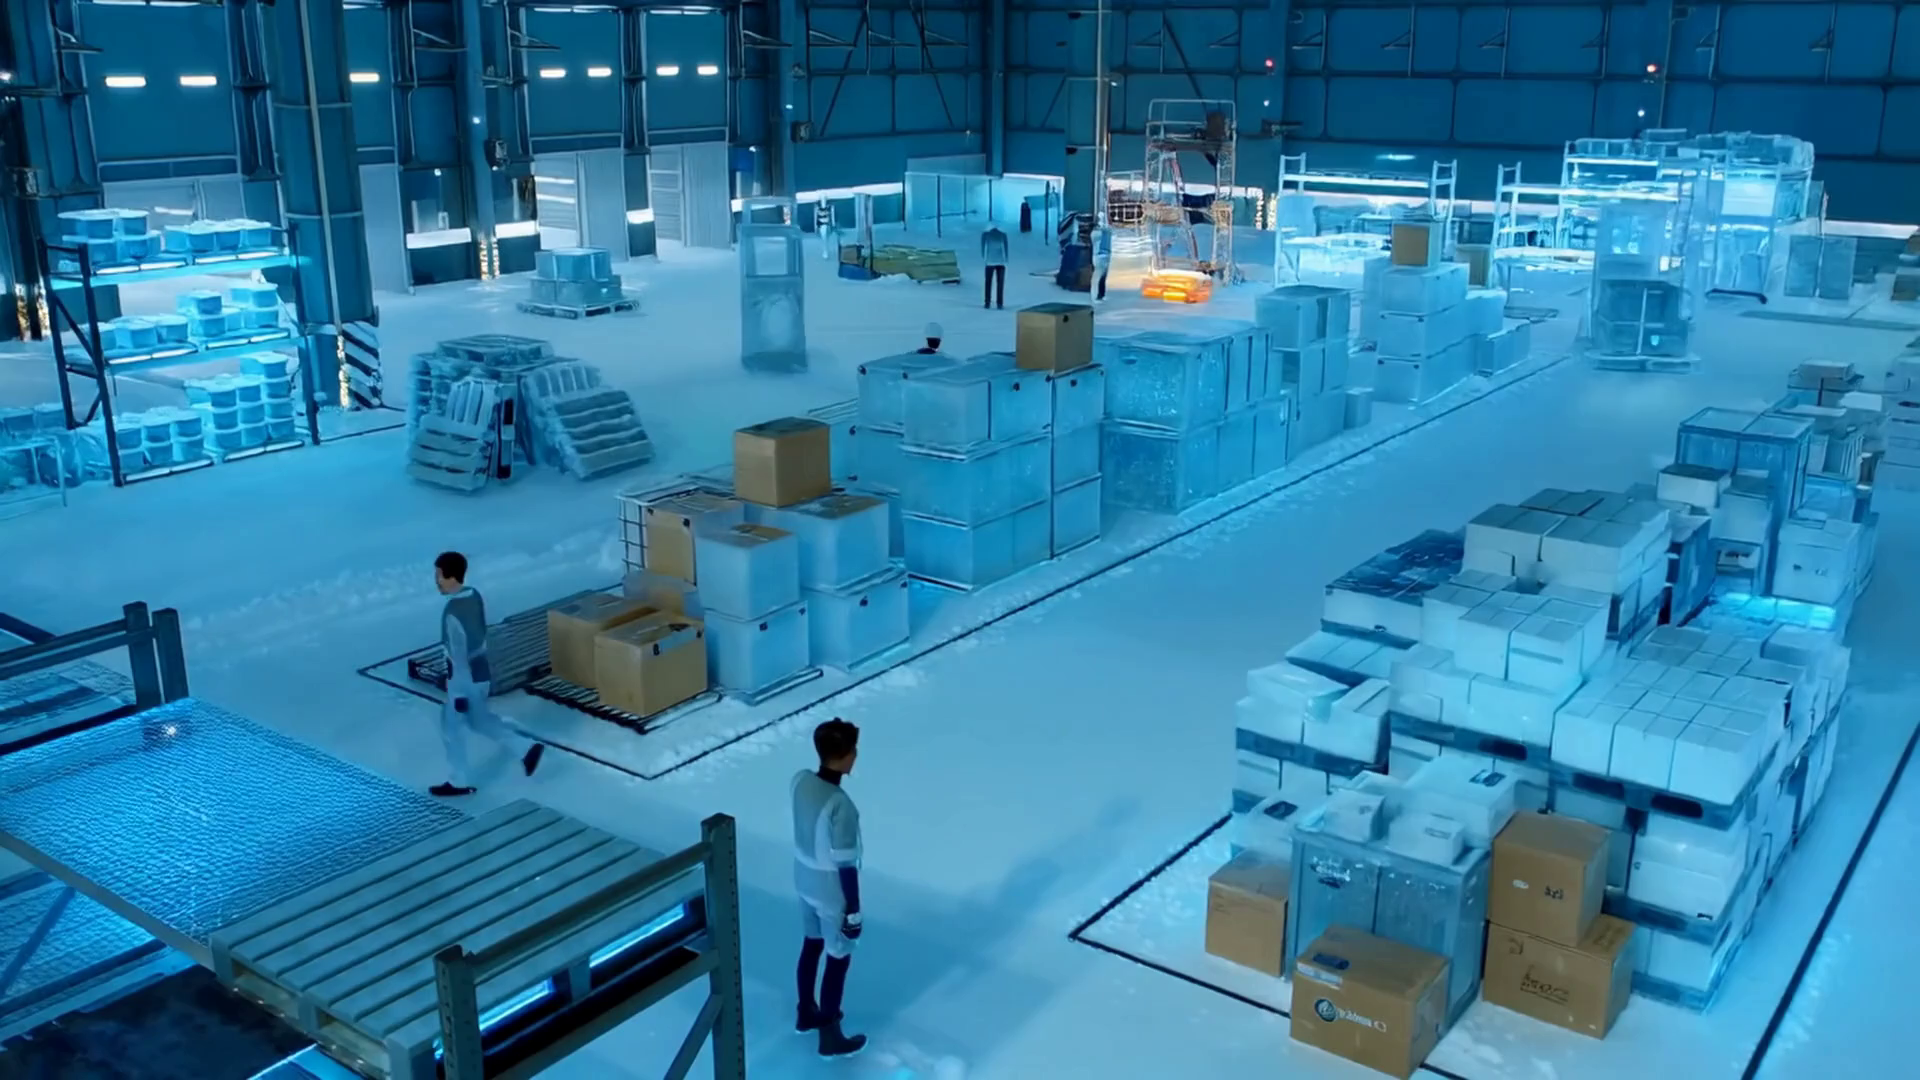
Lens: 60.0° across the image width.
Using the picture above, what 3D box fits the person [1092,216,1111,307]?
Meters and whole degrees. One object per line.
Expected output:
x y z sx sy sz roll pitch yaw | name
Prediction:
2.961 -5.826 34.760 0.355 1.886 0.572 12 20 34 | person

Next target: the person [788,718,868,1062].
-0.706 1.894 9.090 0.376 1.955 0.607 -11 20 -32 | person

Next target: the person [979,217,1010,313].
0.709 -5.628 34.012 0.637 1.938 0.355 6 18 19 | person

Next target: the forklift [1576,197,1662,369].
11.394 -4.480 28.610 1.129 2.768 1.873 4 17 12 | forklift

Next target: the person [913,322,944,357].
-0.433 -1.886 21.701 0.555 1.903 0.960 13 21 37 | person

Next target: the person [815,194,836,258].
-3.429 -7.999 42.387 0.546 1.620 0.457 1 17 4 | person

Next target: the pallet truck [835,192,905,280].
-1.936 -7.159 38.982 1.885 1.965 0.823 -12 21 -34 | pallet truck

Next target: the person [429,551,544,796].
-3.550 0.982 12.210 0.761 1.896 0.597 -1 17 -3 | person

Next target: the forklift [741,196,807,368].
-3.237 -4.508 28.700 1.129 2.768 1.873 -1 17 -5 | forklift
